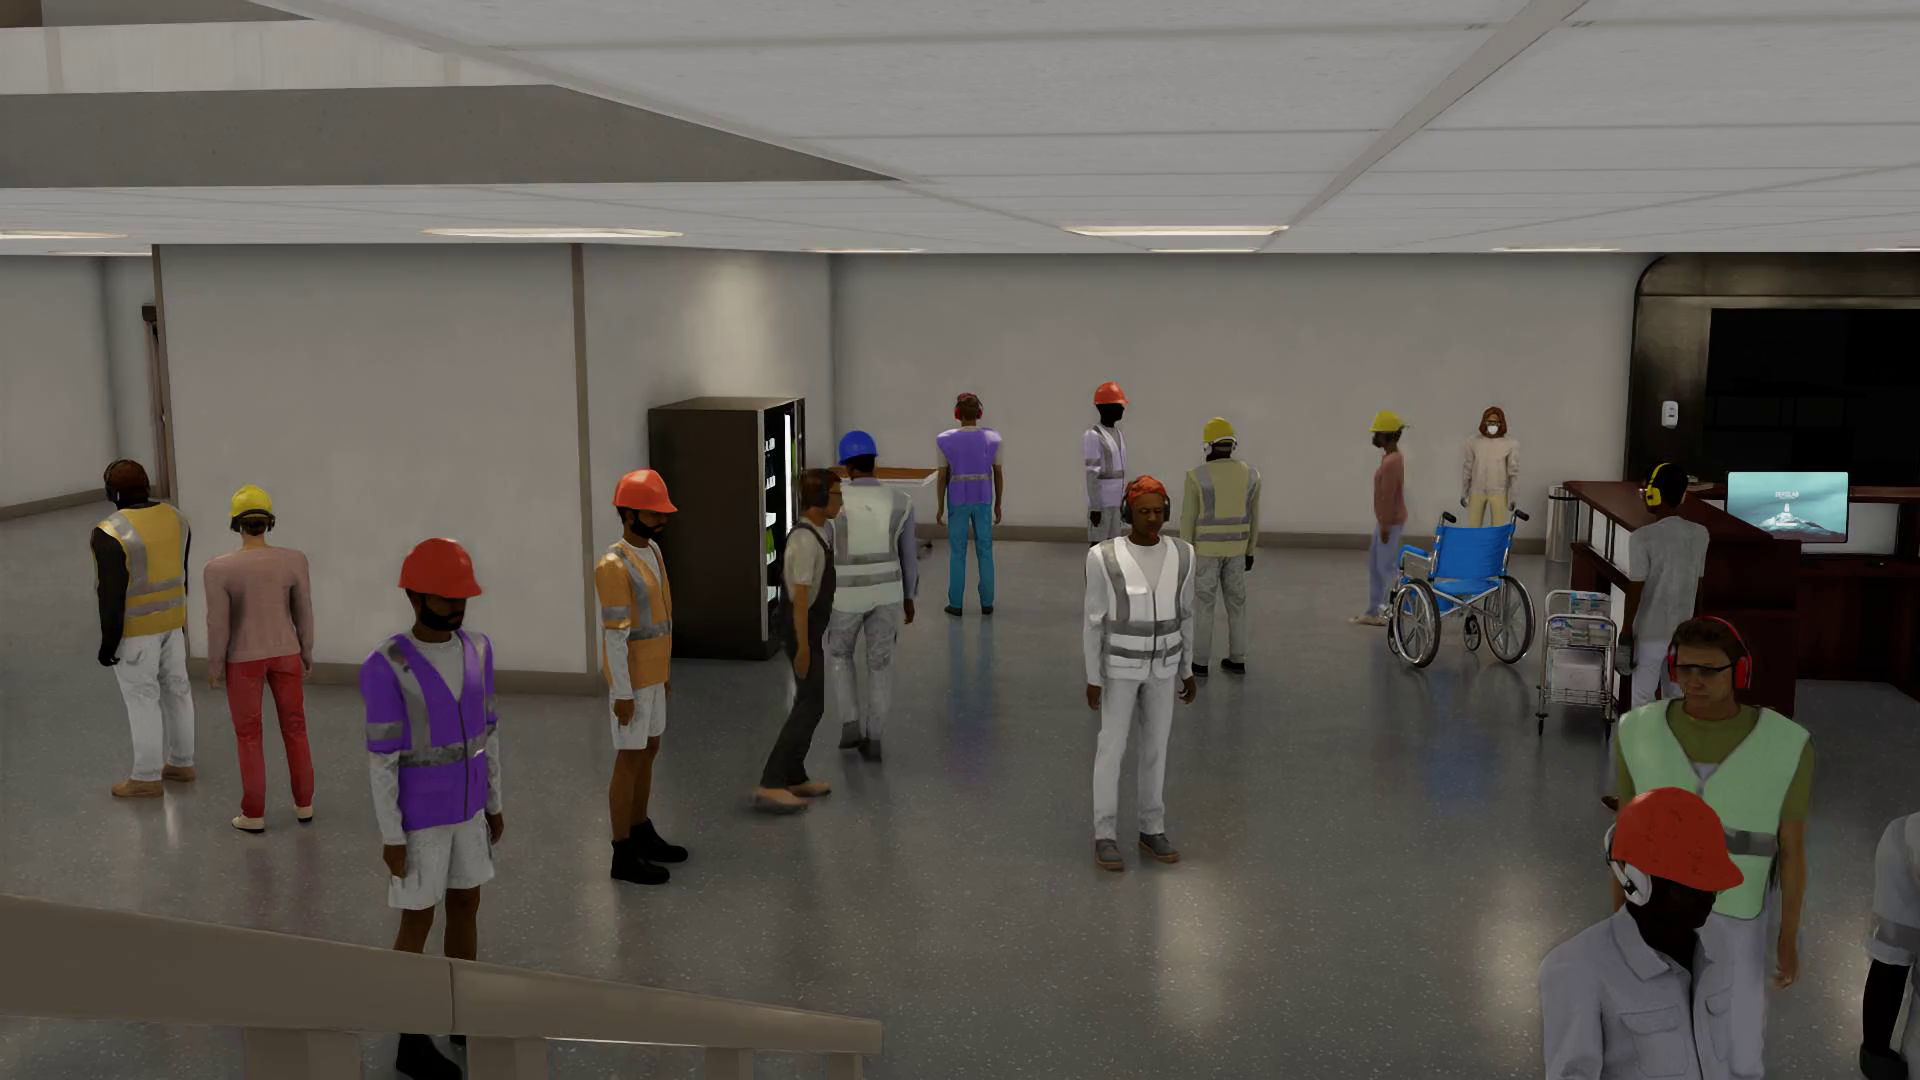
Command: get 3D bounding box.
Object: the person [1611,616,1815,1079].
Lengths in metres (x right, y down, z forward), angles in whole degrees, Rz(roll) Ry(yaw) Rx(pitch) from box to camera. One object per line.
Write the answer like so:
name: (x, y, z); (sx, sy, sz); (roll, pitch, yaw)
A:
person: (2.291, 1.117, 5.118); (0.582, 1.825, 0.733); (6, 11, 32)

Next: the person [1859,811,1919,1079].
person: (2.409, 1.261, 3.844); (0.614, 1.952, 0.386); (6, 11, 32)

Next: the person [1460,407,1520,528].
person: (4.809, -0.401, 15.108); (0.504, 1.628, 0.284); (5, 10, 27)

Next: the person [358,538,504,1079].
person: (-1.819, 0.945, 5.874); (0.381, 1.931, 0.539); (6, 11, 31)

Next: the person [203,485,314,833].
person: (-3.562, 0.602, 8.475); (0.535, 1.767, 0.316); (-8, 12, -41)

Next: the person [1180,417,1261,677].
person: (1.810, 0.054, 11.690); (0.595, 1.824, 0.403); (-3, 10, -19)

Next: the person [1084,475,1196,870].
person: (0.863, 0.628, 7.952); (0.577, 1.882, 0.349); (-3, 10, -19)

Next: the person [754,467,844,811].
person: (-0.839, 0.519, 8.875); (0.471, 1.813, 0.585); (0, 9, -2)

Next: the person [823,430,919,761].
person: (-0.556, 0.325, 9.707); (0.657, 1.913, 0.484); (-3, 10, -16)

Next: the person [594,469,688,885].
person: (-1.477, 0.627, 7.795); (0.364, 1.934, 0.553); (2, 9, 9)

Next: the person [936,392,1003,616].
person: (0.078, -0.288, 13.709); (0.565, 1.850, 0.390); (-2, 9, -11)

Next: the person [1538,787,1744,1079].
person: (1.507, 1.389, 3.653); (0.563, 1.753, 0.327); (-5, 11, -30)

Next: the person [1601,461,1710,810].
person: (3.646, 0.522, 8.685); (0.508, 1.862, 0.325); (-4, 10, -21)

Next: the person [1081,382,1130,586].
person: (1.213, -0.324, 13.647); (0.351, 1.942, 0.545); (5, 11, 30)

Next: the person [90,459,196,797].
person: (-4.442, 0.478, 9.028); (0.430, 1.841, 0.624); (3, 10, 15)

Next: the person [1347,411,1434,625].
person: (3.471, -0.149, 13.176); (0.668, 1.742, 0.532); (3, 10, 16)
